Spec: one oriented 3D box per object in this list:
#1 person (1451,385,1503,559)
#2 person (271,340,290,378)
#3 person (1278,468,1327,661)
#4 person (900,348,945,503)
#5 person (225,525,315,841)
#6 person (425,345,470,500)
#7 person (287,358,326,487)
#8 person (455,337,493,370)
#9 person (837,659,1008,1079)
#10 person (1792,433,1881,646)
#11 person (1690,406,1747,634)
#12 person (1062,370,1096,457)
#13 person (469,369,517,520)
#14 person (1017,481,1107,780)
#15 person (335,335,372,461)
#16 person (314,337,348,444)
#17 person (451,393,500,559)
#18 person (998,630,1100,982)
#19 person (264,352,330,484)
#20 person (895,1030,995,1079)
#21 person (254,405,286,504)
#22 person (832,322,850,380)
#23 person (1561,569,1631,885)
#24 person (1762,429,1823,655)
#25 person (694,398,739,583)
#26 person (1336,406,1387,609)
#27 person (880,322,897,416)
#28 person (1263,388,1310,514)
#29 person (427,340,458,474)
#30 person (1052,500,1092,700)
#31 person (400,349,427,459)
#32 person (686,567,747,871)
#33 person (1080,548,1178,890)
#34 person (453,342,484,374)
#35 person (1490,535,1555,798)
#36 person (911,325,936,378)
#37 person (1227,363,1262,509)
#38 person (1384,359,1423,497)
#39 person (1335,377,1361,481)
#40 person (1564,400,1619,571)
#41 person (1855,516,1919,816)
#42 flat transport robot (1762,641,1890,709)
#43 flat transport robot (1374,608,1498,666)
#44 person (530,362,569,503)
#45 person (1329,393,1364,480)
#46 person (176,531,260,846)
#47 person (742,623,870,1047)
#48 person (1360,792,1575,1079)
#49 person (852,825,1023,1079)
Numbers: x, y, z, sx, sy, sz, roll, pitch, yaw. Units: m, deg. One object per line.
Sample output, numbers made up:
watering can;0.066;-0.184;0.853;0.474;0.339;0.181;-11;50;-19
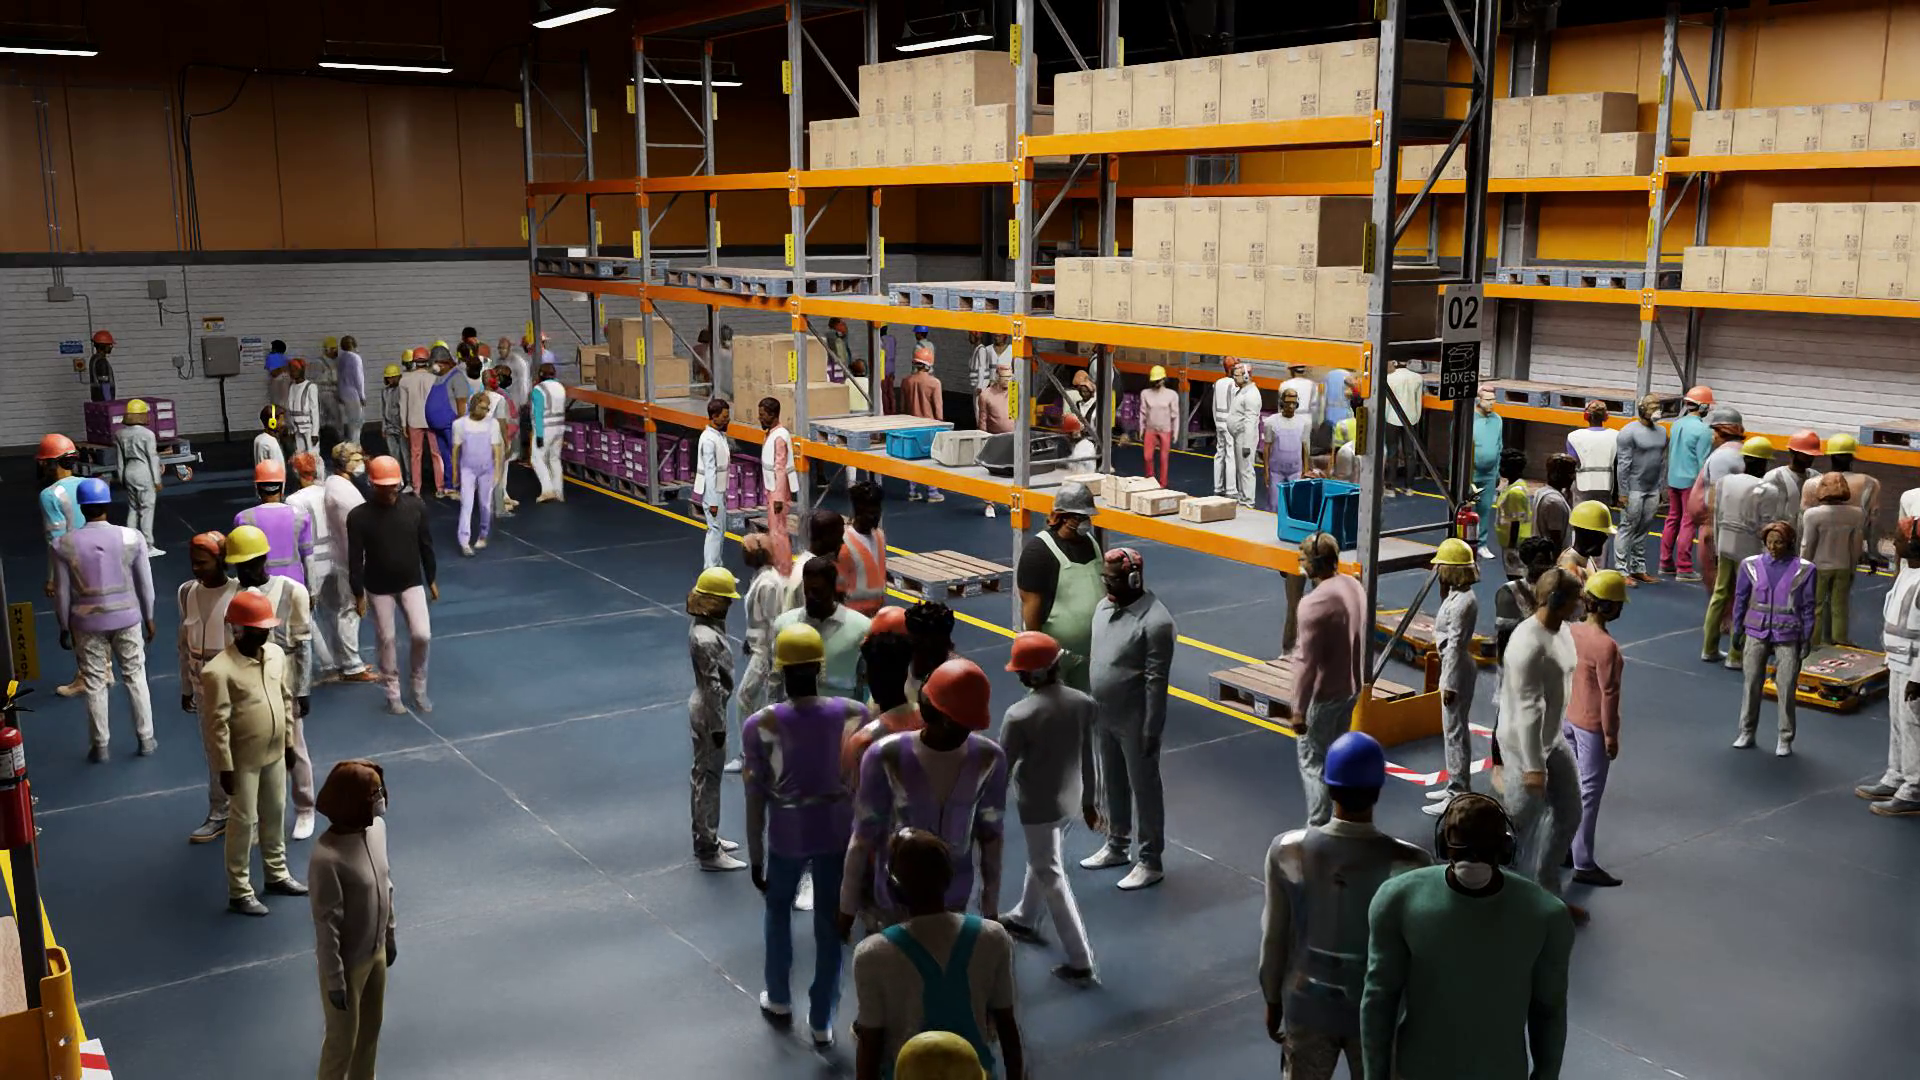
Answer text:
person;5.584;-0.719;17.913;0.650;1.899;0.401;-4;12;-19
person;-11.052;-2.426;27.174;0.321;1.689;0.530;-10;15;-42
person;2.900;0.213;13.794;0.513;1.639;0.313;4;12;20
person;-0.484;-1.484;21.562;0.613;1.995;0.391;6;13;29
person;-4.114;0.849;9.836;0.594;1.919;0.392;1;11;3
person;-6.734;-1.548;21.773;0.687;2.000;0.535;8;14;36
person;-8.493;-1.423;21.573;0.573;1.877;0.354;8;13;34
person;-7.331;-2.128;25.152;0.574;1.881;0.357;-1;11;-4
person;-0.134;1.436;6.603;0.700;2.000;0.492;-4;12;-20
person;7.291;0.056;13.902;0.616;1.901;0.687;3;11;14
person;6.815;-0.203;14.891;0.739;2.000;0.537;-10;15;-43
person;1.629;-1.471;22.430;0.501;1.632;0.286;1;11;6
person;-5.749;-1.168;20.338;0.569;1.840;0.374;6;13;29
person;0.711;0.613;10.714;0.684;2.000;0.536;-9;14;-40
person;-9.196;-2.149;25.231;0.489;1.892;0.668;-8;14;-35
person;-10.169;-2.369;26.649;0.923;1.793;0.602;2;11;13
person;-5.326;-0.736;18.301;0.525;1.779;0.821;-5;12;-23
person;0.408;1.283;8.176;0.843;1.704;0.568;10;15;41
person;-8.948;-1.567;22.226;0.612;1.905;0.816;10;15;42
person;-0.036;2.042;4.186;0.306;1.736;0.484;-2;11;-10
person;-6.782;-0.415;16.462;0.335;1.855;0.533;-9;14;-37
person;-2.177;-3.118;30.546;0.324;1.752;0.562;-2;11;-10
person;3.531;1.032;9.282;0.316;1.767;0.522;-1;11;-7
person;7.022;0.021;14.042;0.544;1.929;0.387;-2;11;-9
person;-2.438;-0.457;16.542;0.402;1.908;0.598;0;11;-1
person;3.763;-0.297;15.579;0.609;1.958;0.377;-7;13;-33
person;-1.333;-2.951;29.254;0.383;1.923;0.590;7;13;31
person;3.565;-0.750;18.227;0.502;1.837;0.350;-1;11;-3
person;-7.450;-1.895;23.850;0.382;1.925;0.594;-8;14;-35
person;0.842;0.488;12.438;0.335;1.625;0.523;0;11;0
person;-8.099;-1.964;24.644;0.541;1.749;0.537;-4;12;-21
person;-1.391;1.007;9.483;0.308;1.736;0.485;-3;11;-14
person;0.906;0.974;9.236;0.403;1.900;0.636;-7;13;-32
person;-7.234;-1.979;24.443;0.577;1.859;0.342;-8;14;-36
person;3.638;0.800;10.639;0.530;1.697;0.321;-5;12;-22
person;-0.619;-2.654;27.674;0.386;1.948;0.601;5;12;25
person;3.480;-1.225;20.495;0.399;1.900;0.644;0;11;-1
person;5.802;-1.565;21.979;0.611;1.996;0.387;-3;11;-15
person;4.610;-0.998;19.477;0.451;1.828;0.566;3;12;16
person;6.420;-0.497;16.893;0.566;1.846;0.389;1;11;3
person;5.867;0.776;10.286;0.359;1.882;0.575;3;12;16
flat transport robot;6.901;1.044;13.051;1.431;0.197;0.652;-9;14;-38
flat transport robot;3.924;0.818;14.210;0.652;0.197;1.431;-4;12;-19
person;-5.318;-1.390;21.582;0.469;1.807;0.669;5;12;25
person;4.513;-0.820;18.973;0.575;1.687;0.544;1;11;5
person;-4.333;0.872;9.790;0.584;1.882;0.339;3;11;14
person;-0.700;1.298;7.548;0.601;1.903;0.679;-3;11;-14
person;1.590;1.724;5.291;0.635;1.939;0.362;2;11;12
person;-0.053;1.804;5.197;0.530;1.821;0.551;-4;12;-20
